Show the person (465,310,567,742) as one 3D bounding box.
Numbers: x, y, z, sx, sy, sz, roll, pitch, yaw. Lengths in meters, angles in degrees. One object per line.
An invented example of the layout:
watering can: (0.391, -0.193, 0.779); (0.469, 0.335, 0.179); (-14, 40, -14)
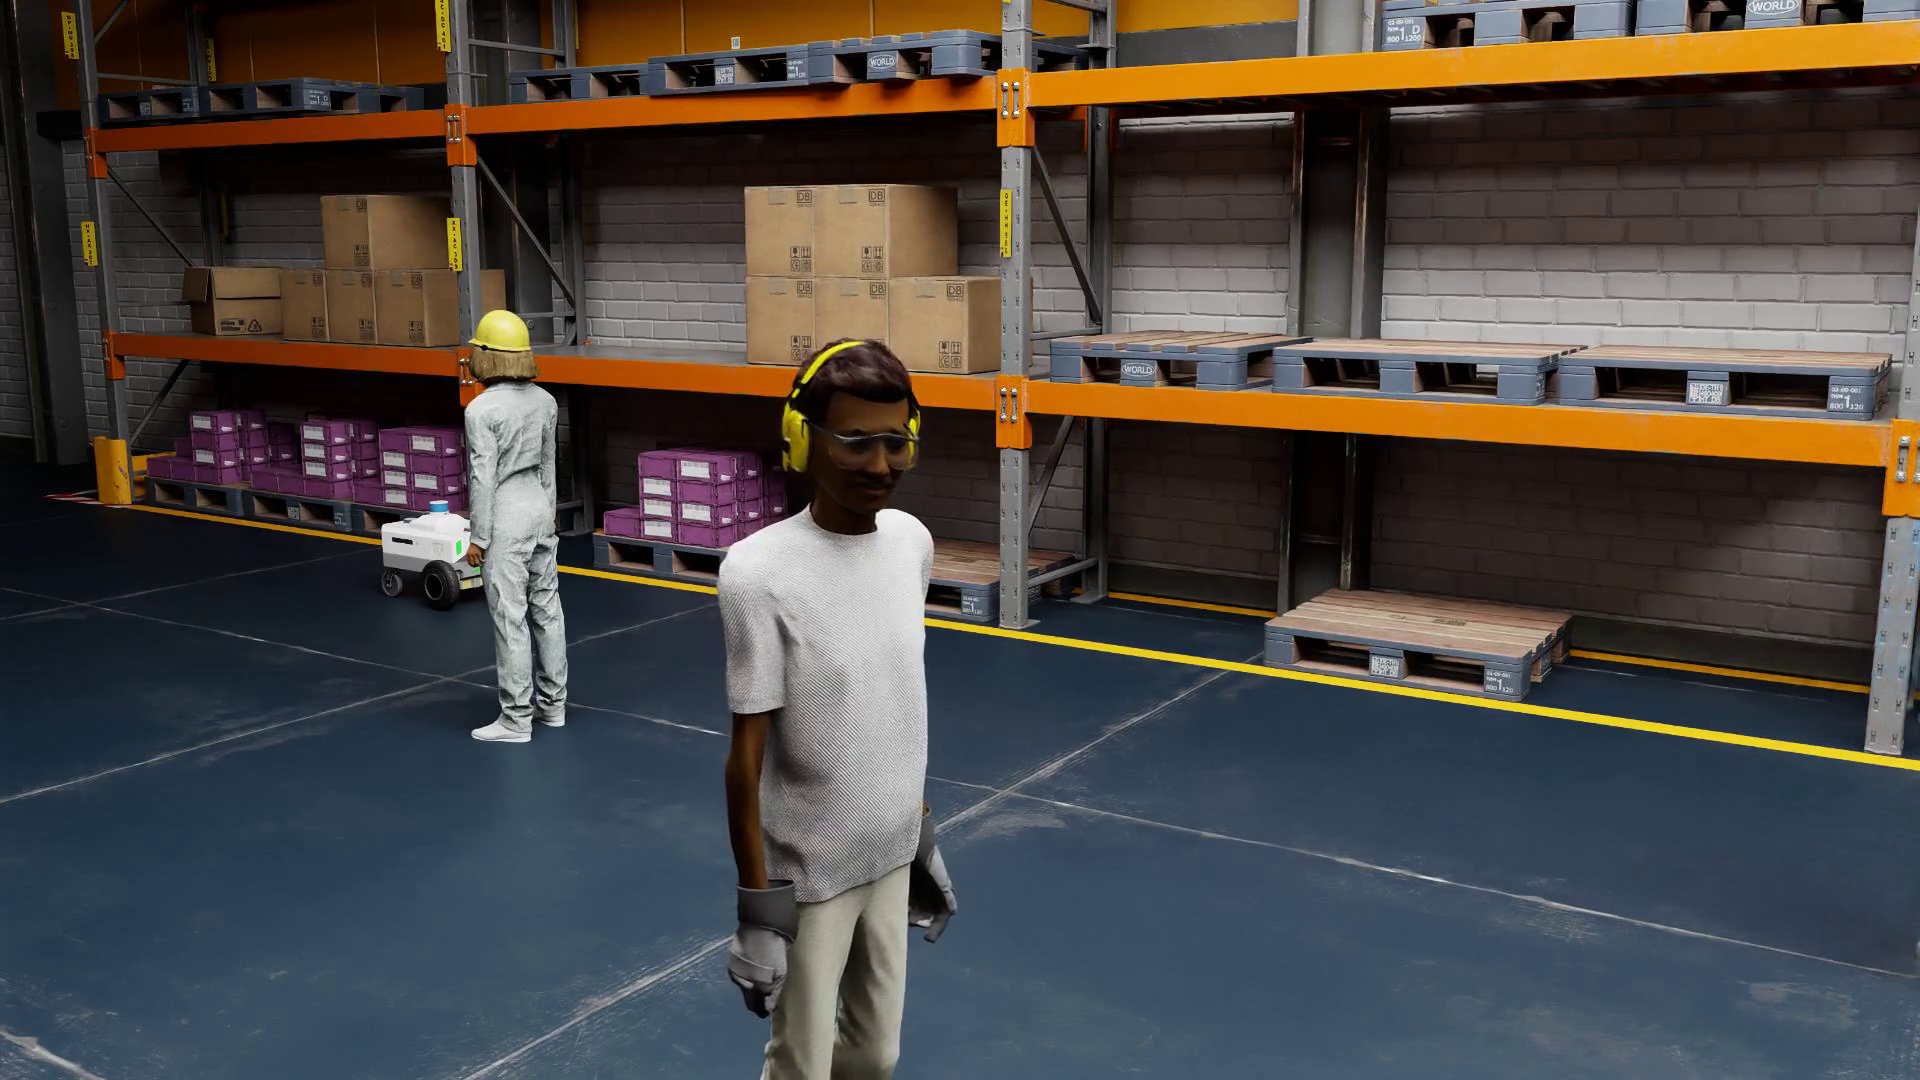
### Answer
person: (-1.821, -0.054, 6.747); (0.290, 1.746, 0.487); (5, 11, 24)

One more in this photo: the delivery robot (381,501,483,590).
delivery robot: (-2.925, 0.021, 9.370); (0.707, 0.478, 0.477); (7, 12, 33)

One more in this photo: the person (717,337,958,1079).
person: (-0.195, 0.584, 2.889); (0.317, 1.863, 0.533); (7, 13, 36)
